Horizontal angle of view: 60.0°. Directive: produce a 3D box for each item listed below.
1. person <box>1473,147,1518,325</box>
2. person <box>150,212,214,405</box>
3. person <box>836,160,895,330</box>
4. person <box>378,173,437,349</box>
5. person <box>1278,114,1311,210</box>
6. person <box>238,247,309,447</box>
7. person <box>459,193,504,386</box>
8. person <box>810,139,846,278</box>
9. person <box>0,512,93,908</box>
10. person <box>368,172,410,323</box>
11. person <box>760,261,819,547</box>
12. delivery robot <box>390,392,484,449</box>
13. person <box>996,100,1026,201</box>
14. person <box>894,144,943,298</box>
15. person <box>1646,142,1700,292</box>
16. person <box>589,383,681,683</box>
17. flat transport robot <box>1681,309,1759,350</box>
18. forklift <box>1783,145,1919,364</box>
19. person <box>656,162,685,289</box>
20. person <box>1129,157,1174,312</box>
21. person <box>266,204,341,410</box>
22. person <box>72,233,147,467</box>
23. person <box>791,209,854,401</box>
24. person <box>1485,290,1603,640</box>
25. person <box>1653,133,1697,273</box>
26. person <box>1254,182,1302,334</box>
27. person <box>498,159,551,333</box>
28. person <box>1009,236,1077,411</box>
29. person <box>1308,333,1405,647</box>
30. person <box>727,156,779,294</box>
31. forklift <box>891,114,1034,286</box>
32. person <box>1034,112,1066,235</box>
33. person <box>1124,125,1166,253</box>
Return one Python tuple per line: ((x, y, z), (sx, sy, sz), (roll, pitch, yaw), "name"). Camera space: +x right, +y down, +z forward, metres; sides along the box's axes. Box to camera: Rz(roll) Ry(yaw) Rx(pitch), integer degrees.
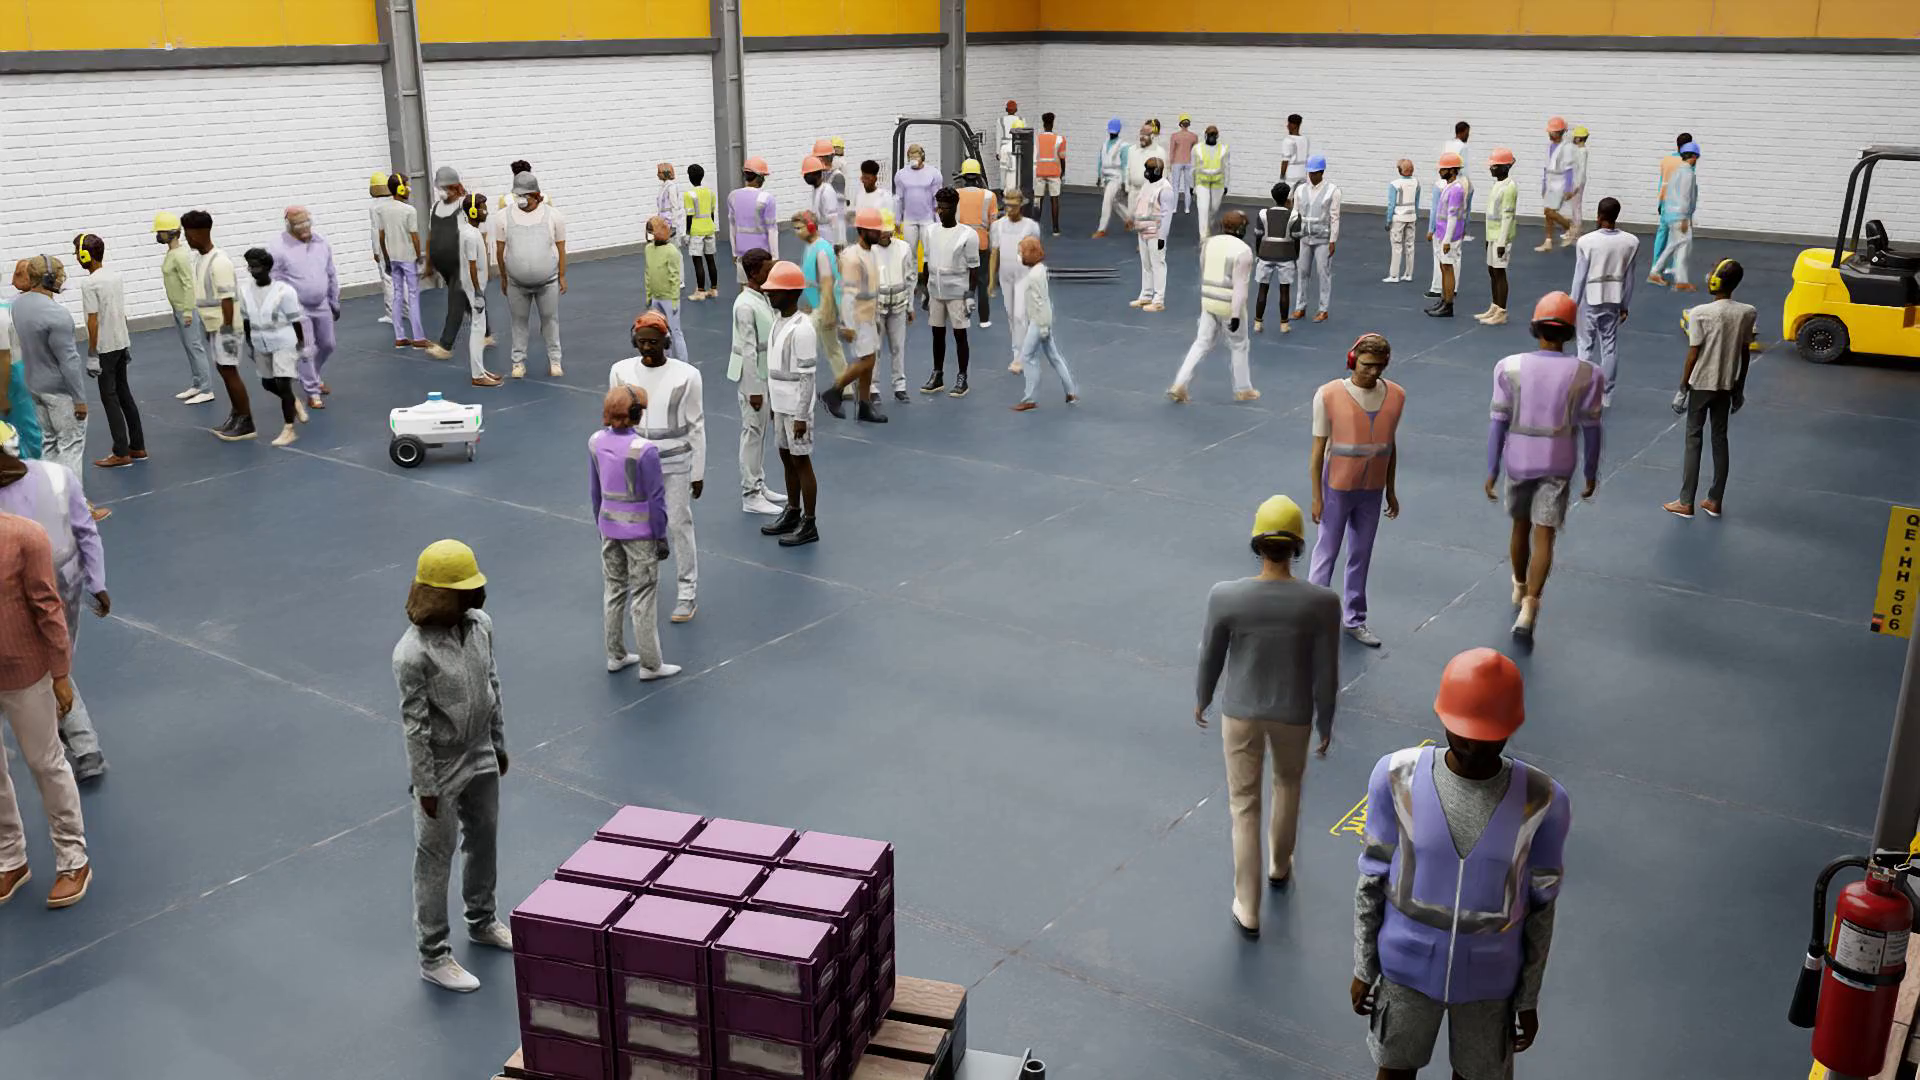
((6.199, -3.507, 19.246), (0.408, 2.035, 0.603), (0, 18, 2), "person")
((-7.217, -2.141, 15.399), (0.326, 1.767, 0.533), (-12, 21, -34), "person")
((-1.003, -3.385, 19.055), (0.613, 1.922, 0.935), (14, 22, 36), "person")
((-5.983, -2.989, 17.894), (0.513, 1.865, 0.329), (7, 19, 21), "person")
((5.317, -5.792, 26.518), (0.627, 1.954, 0.399), (-16, 23, -40), "person")
((-5.743, -1.666, 14.055), (0.542, 1.673, 0.648), (4, 18, 11), "person")
((-4.664, -2.413, 16.112), (0.324, 1.857, 0.510), (-6, 19, -18), "person")
((-1.638, -3.872, 20.368), (0.377, 2.041, 0.607), (-12, 21, -34), "person")
((-3.889, 0.544, 6.661), (0.630, 1.980, 0.412), (-2, 18, -6), "person")
((-6.683, -3.413, 19.427), (0.330, 1.736, 0.489), (9, 20, 27), "person")
((-1.162, -0.925, 11.311), (0.350, 1.942, 0.545), (-9, 20, -27), "person")
((-4.239, -0.958, 13.502), (0.707, 0.478, 0.477), (-4, 18, -11), "delivery robot")
((0.975, -7.396, 31.646), (0.584, 1.882, 0.347), (-1, 18, -2), "person")
((-0.526, -4.041, 21.086), (0.634, 1.930, 0.384), (4, 18, 13), "person")
((9.393, -4.218, 21.701), (0.574, 1.893, 0.651), (6, 19, 17), "person")
((-1.783, -0.035, 9.020), (0.522, 1.636, 0.310), (12, 21, 33), "person")
((8.433, -2.354, 18.481), (0.652, 0.197, 1.431), (6, 19, 17), "flat transport robot")
((9.803, -2.879, 17.013), (2.313, 2.155, 1.214), (12, 21, 33), "forklift")
((-3.786, -4.097, 21.720), (0.311, 1.639, 0.521), (-7, 19, -22), "person")
((2.326, -3.707, 20.173), (0.429, 1.845, 0.622), (-7, 19, -21), "person")
((-6.067, -2.160, 15.294), (0.678, 1.880, 0.670), (13, 22, 35), "person")
((-6.818, -1.510, 13.287), (0.343, 1.857, 0.526), (1, 18, 2), "person")
((-1.341, -2.131, 15.307), (0.674, 1.806, 0.577), (-3, 18, -9), "person")
((3.383, -0.445, 9.710), (0.618, 2.005, 1.013), (8, 19, 23), "person")
((9.908, -4.673, 23.087), (0.401, 1.911, 0.590), (-7, 19, -20), "person")
((3.575, -3.174, 18.743), (0.537, 1.695, 0.317), (5, 19, 17), "person")
((-4.813, -3.236, 18.517), (0.597, 1.958, 0.373), (-10, 20, -28), "person")
((0.795, -1.979, 15.176), (0.623, 1.598, 0.565), (2, 18, 5), "person")
((2.228, -0.275, 9.447), (0.563, 1.837, 0.391), (-6, 19, -18), "person")
((-2.223, -3.145, 18.116), (0.613, 2.033, 0.411), (10, 20, 28), "person")
((-0.171, -4.594, 22.377), (2.313, 2.155, 1.214), (1, 18, 3), "forklift")
((1.413, -5.929, 26.957), (0.615, 1.954, 0.396), (3, 18, 10), "person")
((2.792, -5.298, 25.072), (0.658, 1.887, 0.555), (14, 23, 37), "person")
